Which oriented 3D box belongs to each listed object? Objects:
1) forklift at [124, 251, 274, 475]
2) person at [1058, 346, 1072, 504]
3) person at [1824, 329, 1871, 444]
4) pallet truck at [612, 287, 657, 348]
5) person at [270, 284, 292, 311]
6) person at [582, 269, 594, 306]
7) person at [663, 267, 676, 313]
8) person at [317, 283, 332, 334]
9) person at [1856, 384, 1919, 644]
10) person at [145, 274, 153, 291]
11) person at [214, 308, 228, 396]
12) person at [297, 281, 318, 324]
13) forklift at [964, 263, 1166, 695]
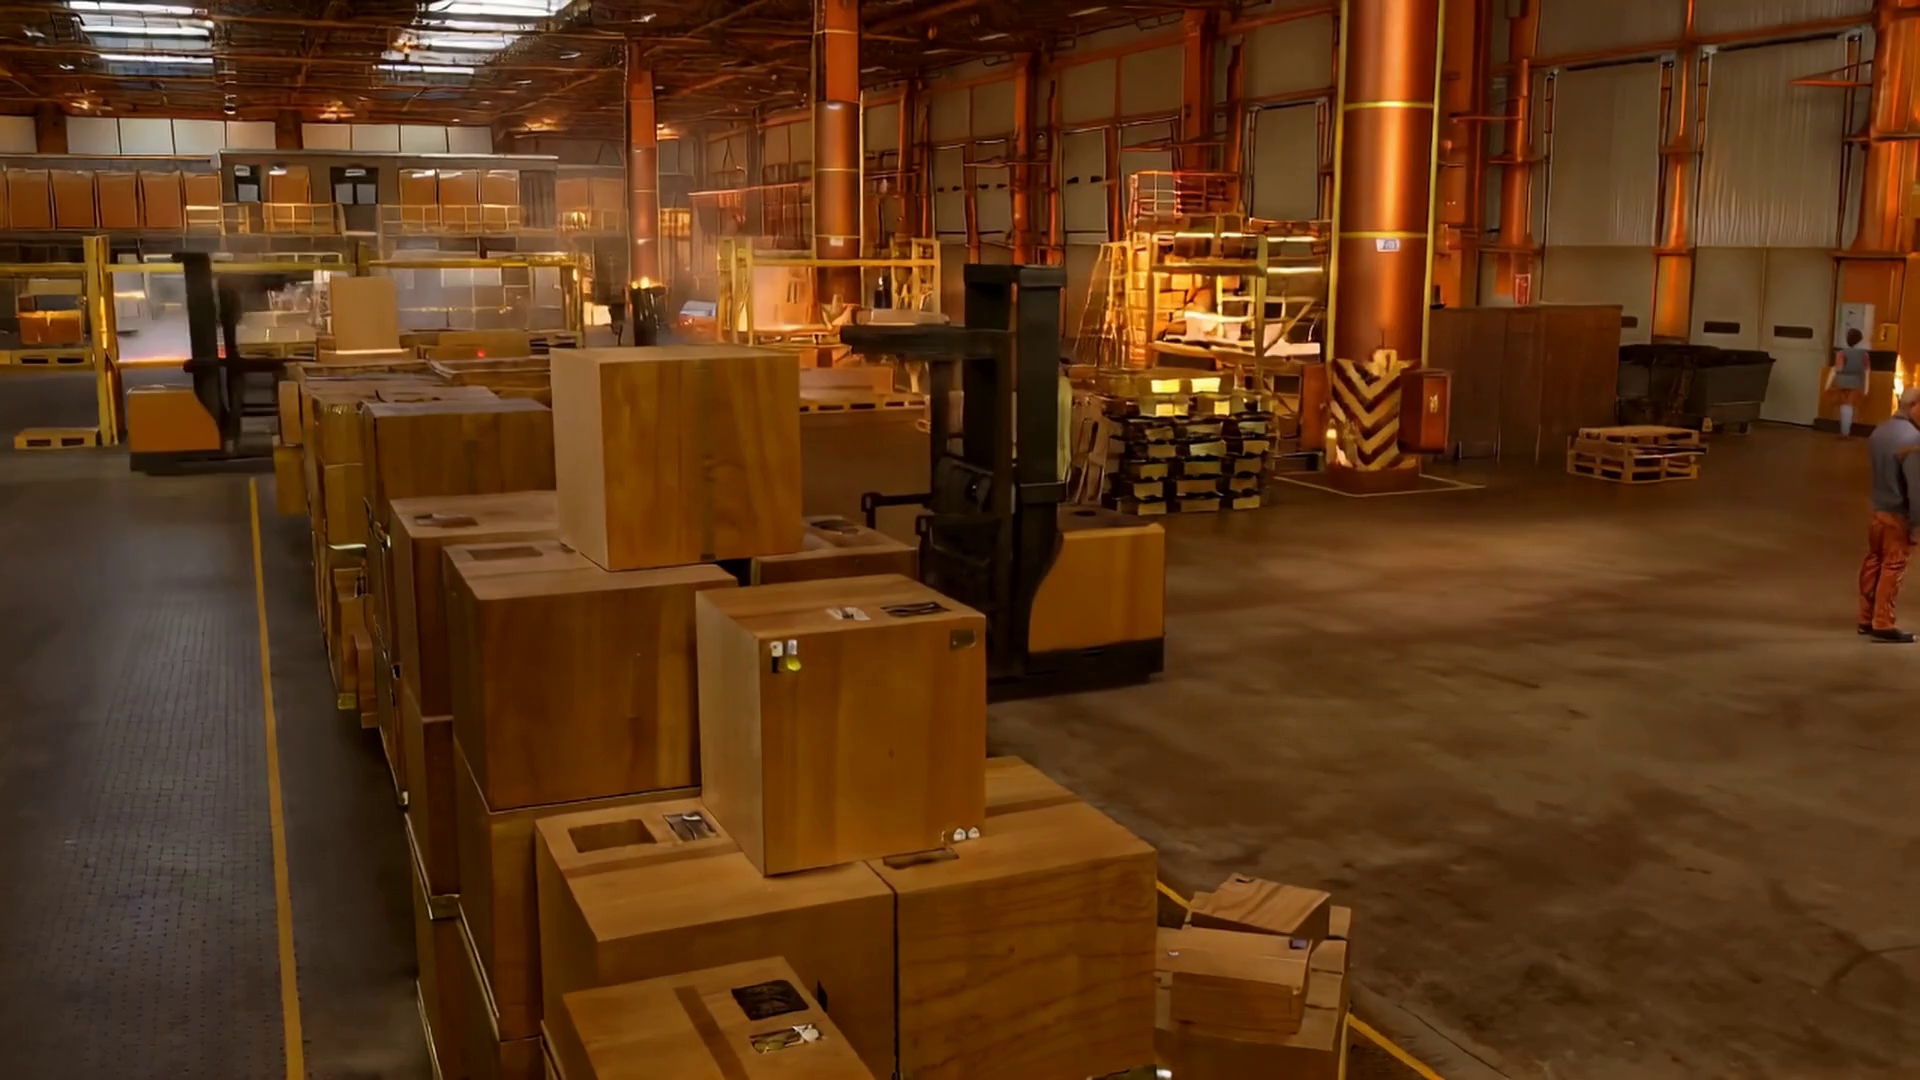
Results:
[{"bbox_3d":[-9.787,-2.325,21.502,1.873,2.768,1.129,-4,11,-23],"label":"forklift"},{"bbox_3d":[0.953,-0.988,16.733,0.372,1.938,0.630,5,12,27],"label":"person"},{"bbox_3d":[13.031,-2.269,24.510,0.541,1.673,0.706,-1,10,-4],"label":"person"},{"bbox_3d":[-6.464,-4.406,35.401,0.823,1.965,1.885,6,12,32],"label":"pallet truck"},{"bbox_3d":[-16.311,-5.250,39.938,0.649,2.000,0.762,-10,14,-42],"label":"person"},{"bbox_3d":[-13.248,-8.697,59.315,0.584,1.910,0.392,8,13,36],"label":"person"},{"bbox_3d":[-11.728,-10.095,67.178,0.508,1.847,0.345,2,10,10],"label":"person"},{"bbox_3d":[-15.848,-5.508,41.782,0.354,1.886,0.573,9,13,40],"label":"person"},{"bbox_3d":[6.964,-0.193,12.382,0.377,1.931,0.636,0,10,0],"label":"person"},{"bbox_3d":[-25.892,-7.546,53.049,0.704,1.867,0.463,6,12,28],"label":"person"},{"bbox_3d":[-12.279,-2.906,27.516,0.400,1.856,0.529,-5,11,-24],"label":"person"},{"bbox_3d":[-16.999,-5.790,43.329,0.655,1.897,0.707,2,11,12],"label":"person"},{"bbox_3d":[0.363,-0.447,11.149,1.873,2.768,1.129,-4,11,-23],"label":"forklift"}]
